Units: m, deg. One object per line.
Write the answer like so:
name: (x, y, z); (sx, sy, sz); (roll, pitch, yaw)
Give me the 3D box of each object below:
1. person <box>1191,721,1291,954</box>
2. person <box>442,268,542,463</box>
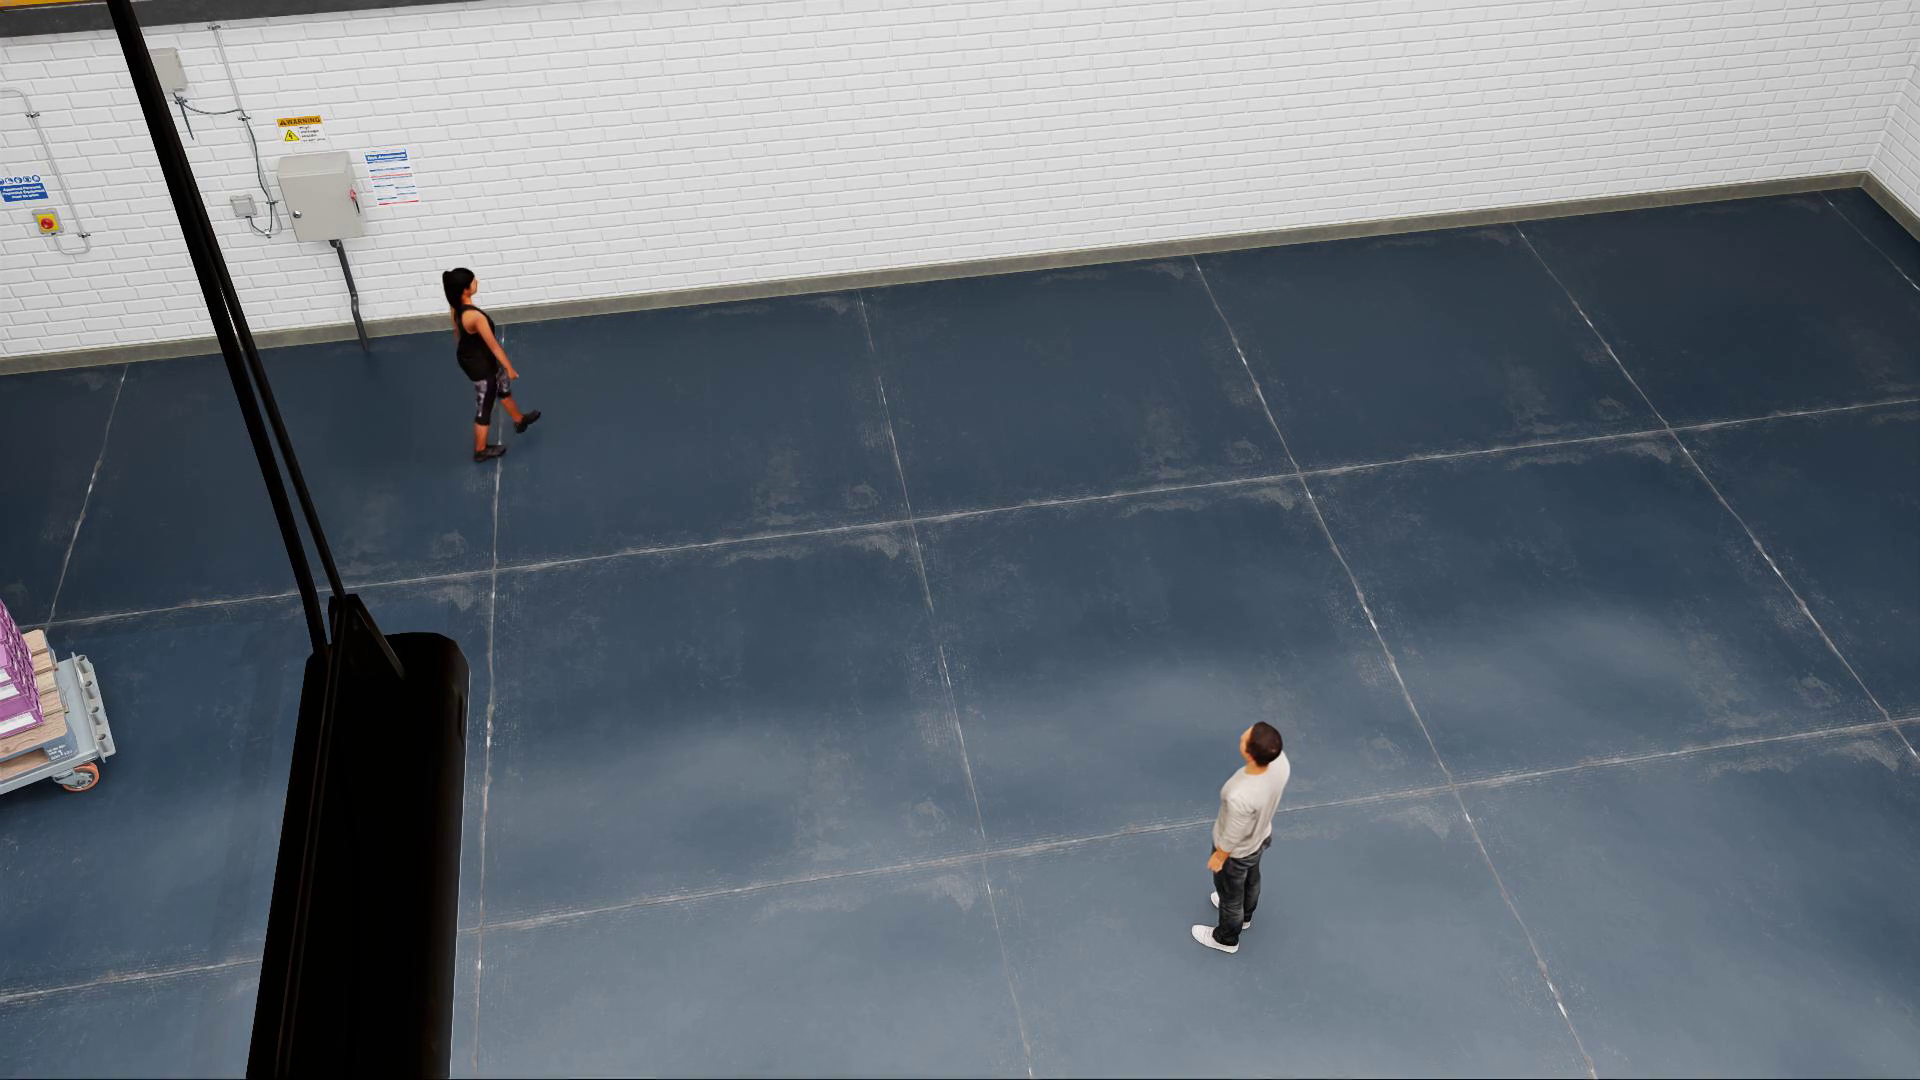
person: (1.546, 1.609, 9.008); (0.774, 1.812, 0.721); (27, 50, 26)
person: (-3.571, -1.250, 12.131); (0.910, 1.644, 0.924); (-30, 51, -27)
